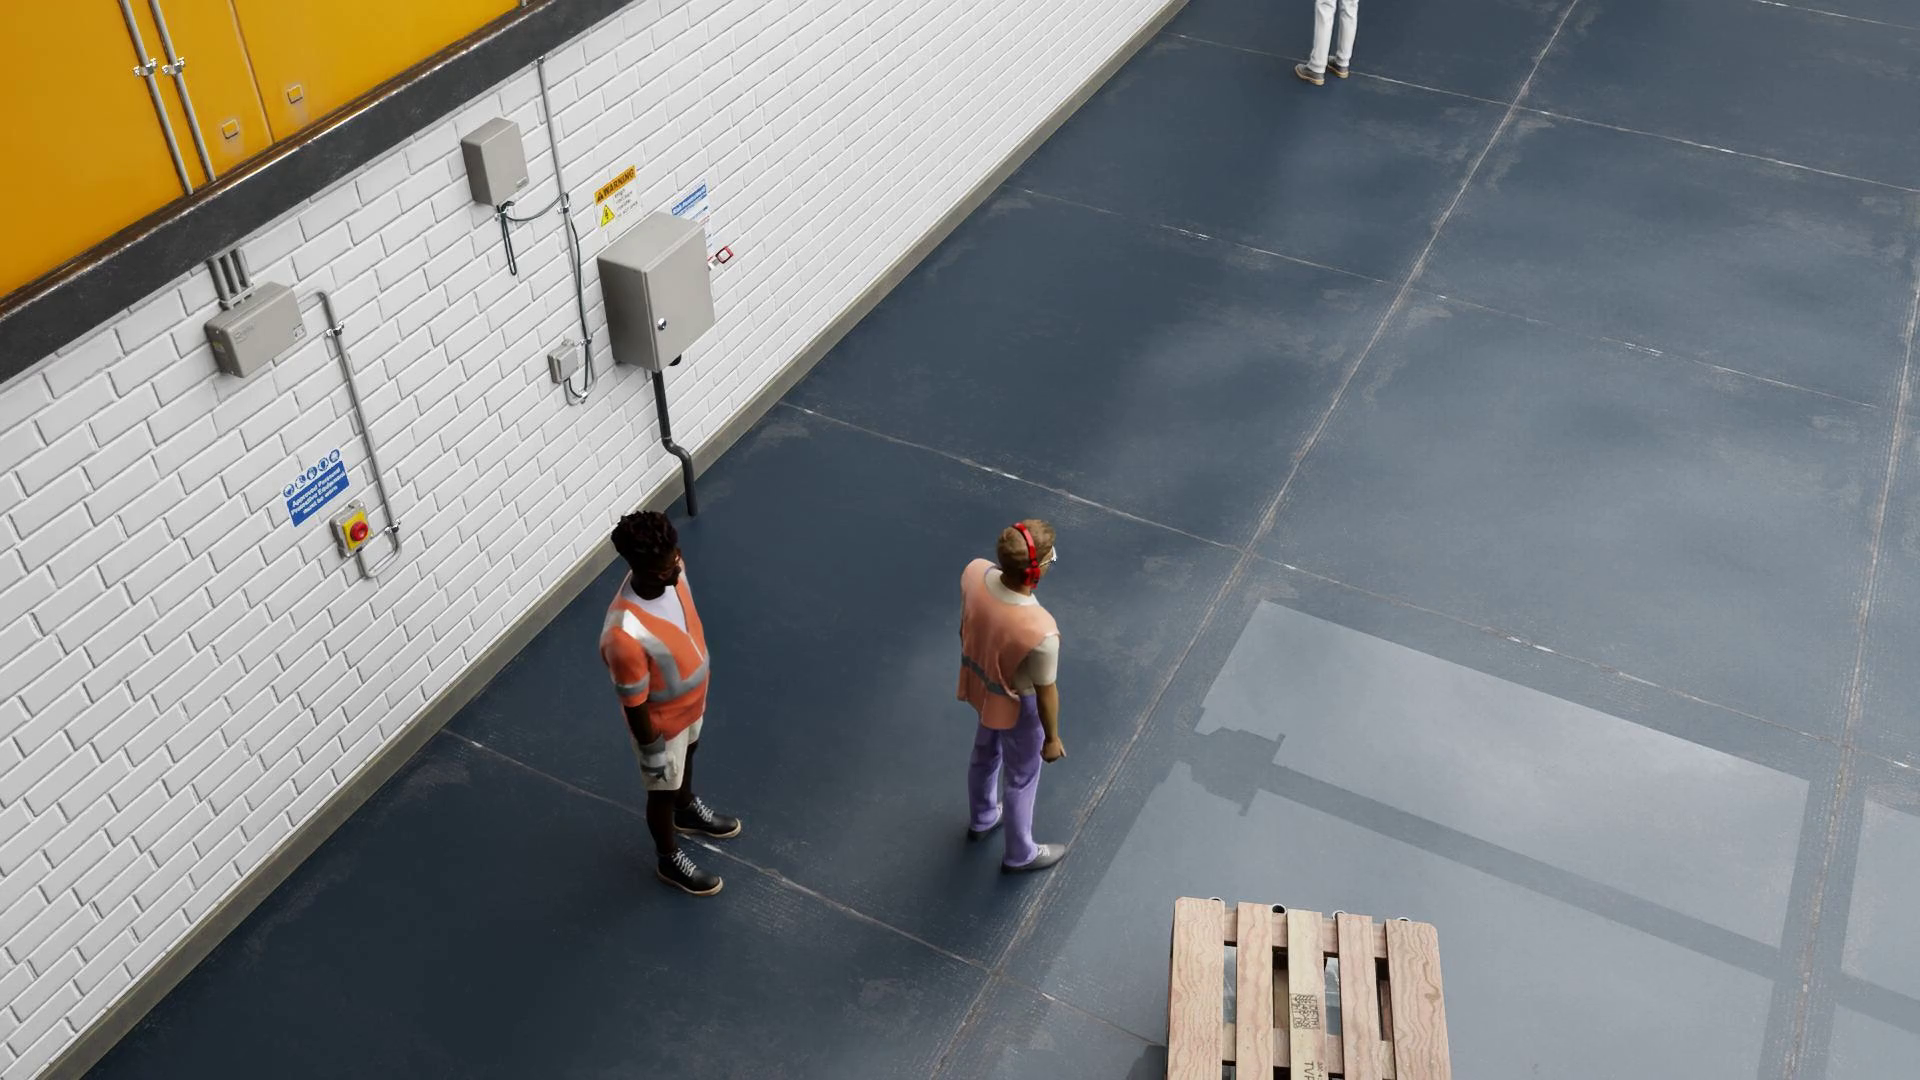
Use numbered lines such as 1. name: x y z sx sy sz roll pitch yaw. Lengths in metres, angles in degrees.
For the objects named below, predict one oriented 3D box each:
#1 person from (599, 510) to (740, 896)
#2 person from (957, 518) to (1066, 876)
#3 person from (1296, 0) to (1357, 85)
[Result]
1. person: -1.184 0.657 6.778 0.363 1.965 0.609 7 41 8
2. person: 0.201 0.668 6.856 0.373 1.843 0.568 -25 47 -26
3. person: 2.913 -4.437 12.746 0.584 1.882 0.341 -18 44 -20
